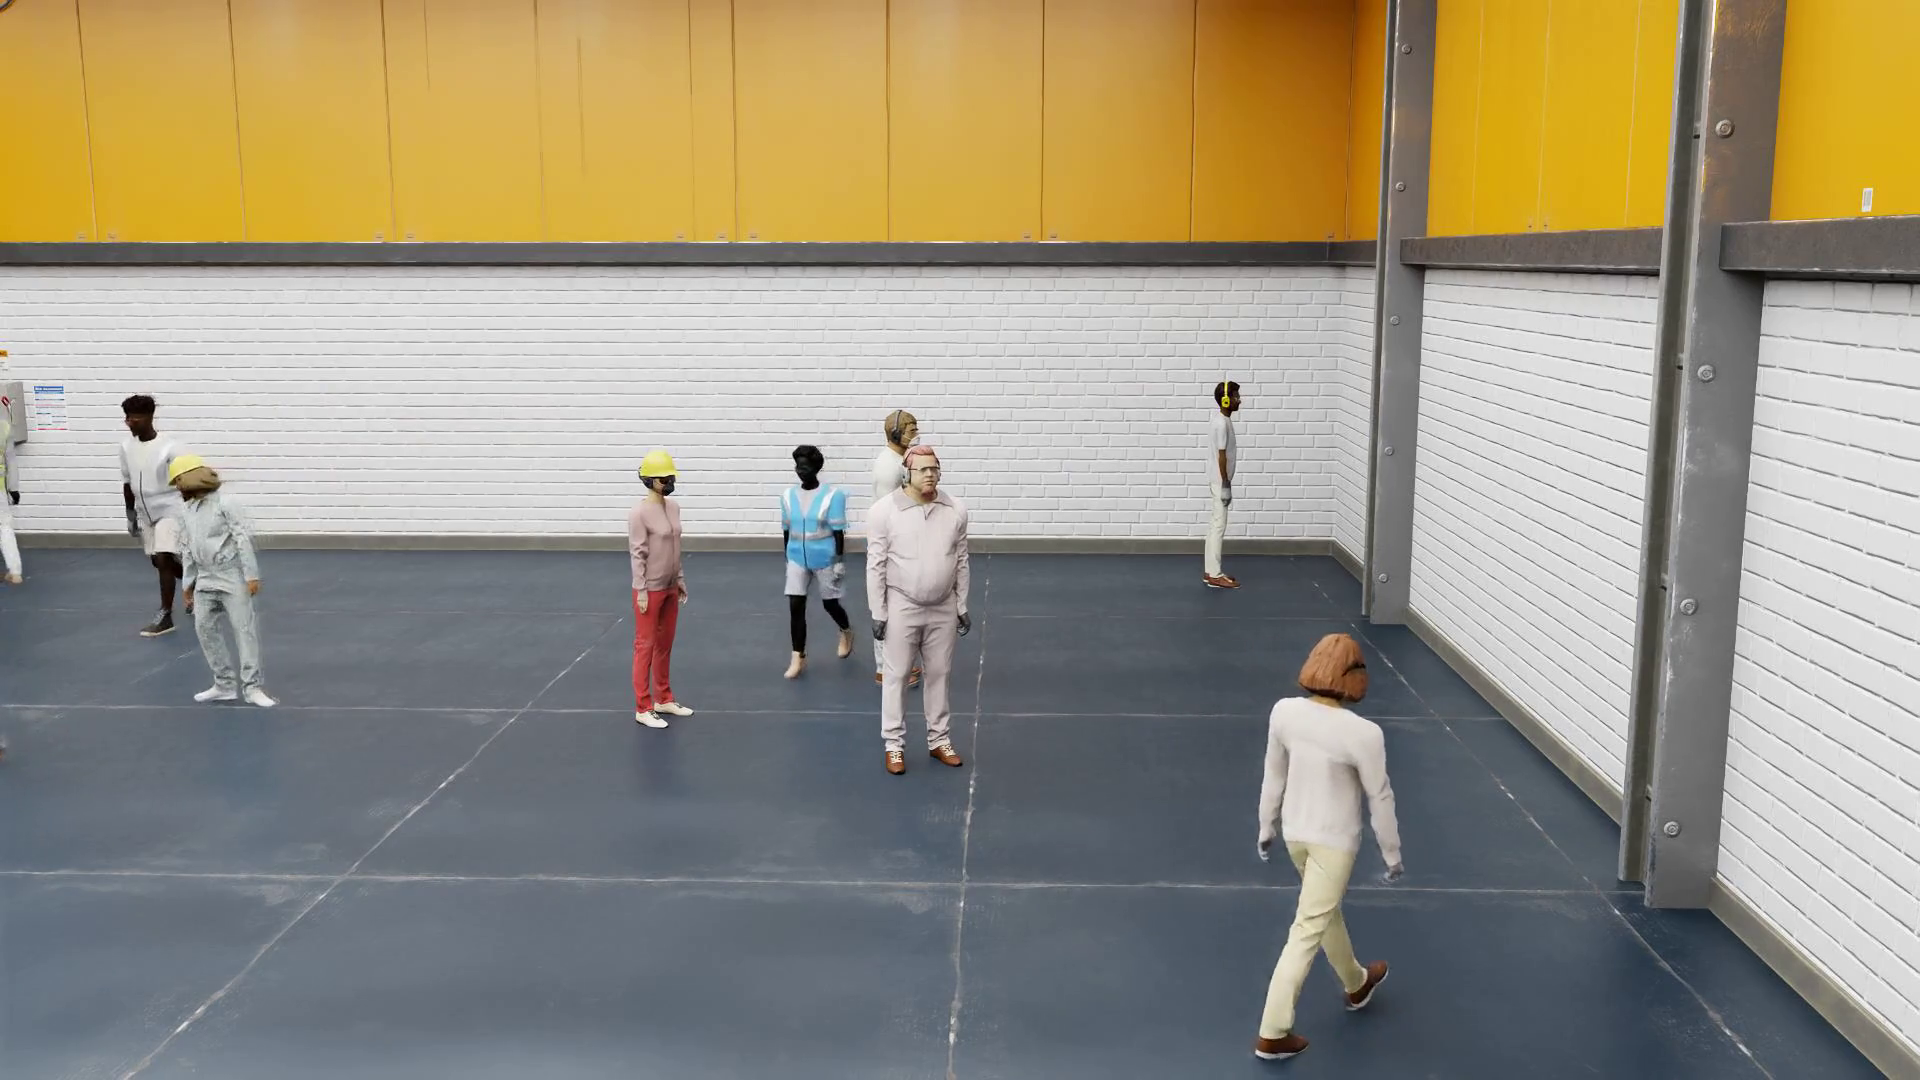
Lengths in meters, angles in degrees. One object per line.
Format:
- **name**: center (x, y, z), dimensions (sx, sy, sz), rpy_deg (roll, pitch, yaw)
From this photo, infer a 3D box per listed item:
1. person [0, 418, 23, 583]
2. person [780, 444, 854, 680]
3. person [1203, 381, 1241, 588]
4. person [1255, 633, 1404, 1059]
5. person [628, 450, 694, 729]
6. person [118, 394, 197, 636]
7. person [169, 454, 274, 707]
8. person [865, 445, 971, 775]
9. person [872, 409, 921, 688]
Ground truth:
- **person**: center (-8.884, -0.470, 15.076), dimensions (0.436, 1.816, 0.647), rpy_deg (9, 13, 43)
- **person**: center (-1.021, 0.128, 11.989), dimensions (0.537, 1.678, 0.726), rpy_deg (3, 10, 18)
- **person**: center (2.394, -0.507, 15.107), dimensions (0.330, 1.874, 0.518), rpy_deg (1, 10, 3)
- **person**: center (1.425, 1.133, 6.319), dimensions (0.866, 1.580, 0.525), rpy_deg (-7, 12, -37)
- **person**: center (-1.918, 0.305, 10.658), dimensions (0.314, 1.769, 0.524), rpy_deg (4, 10, 21)
- **person**: center (-6.391, -0.243, 13.429), dimensions (0.614, 1.929, 0.877), rpy_deg (3, 10, 17)
- **person**: center (-4.876, 0.281, 11.016), dimensions (0.646, 1.696, 0.332), rpy_deg (3, 10, 18)
- **person**: center (-0.225, 0.398, 9.692), dimensions (0.641, 1.913, 0.407), rpy_deg (-4, 11, -24)
- **person**: center (-0.448, 0.053, 11.627), dimensions (0.359, 1.938, 0.632), rpy_deg (1, 10, 3)
